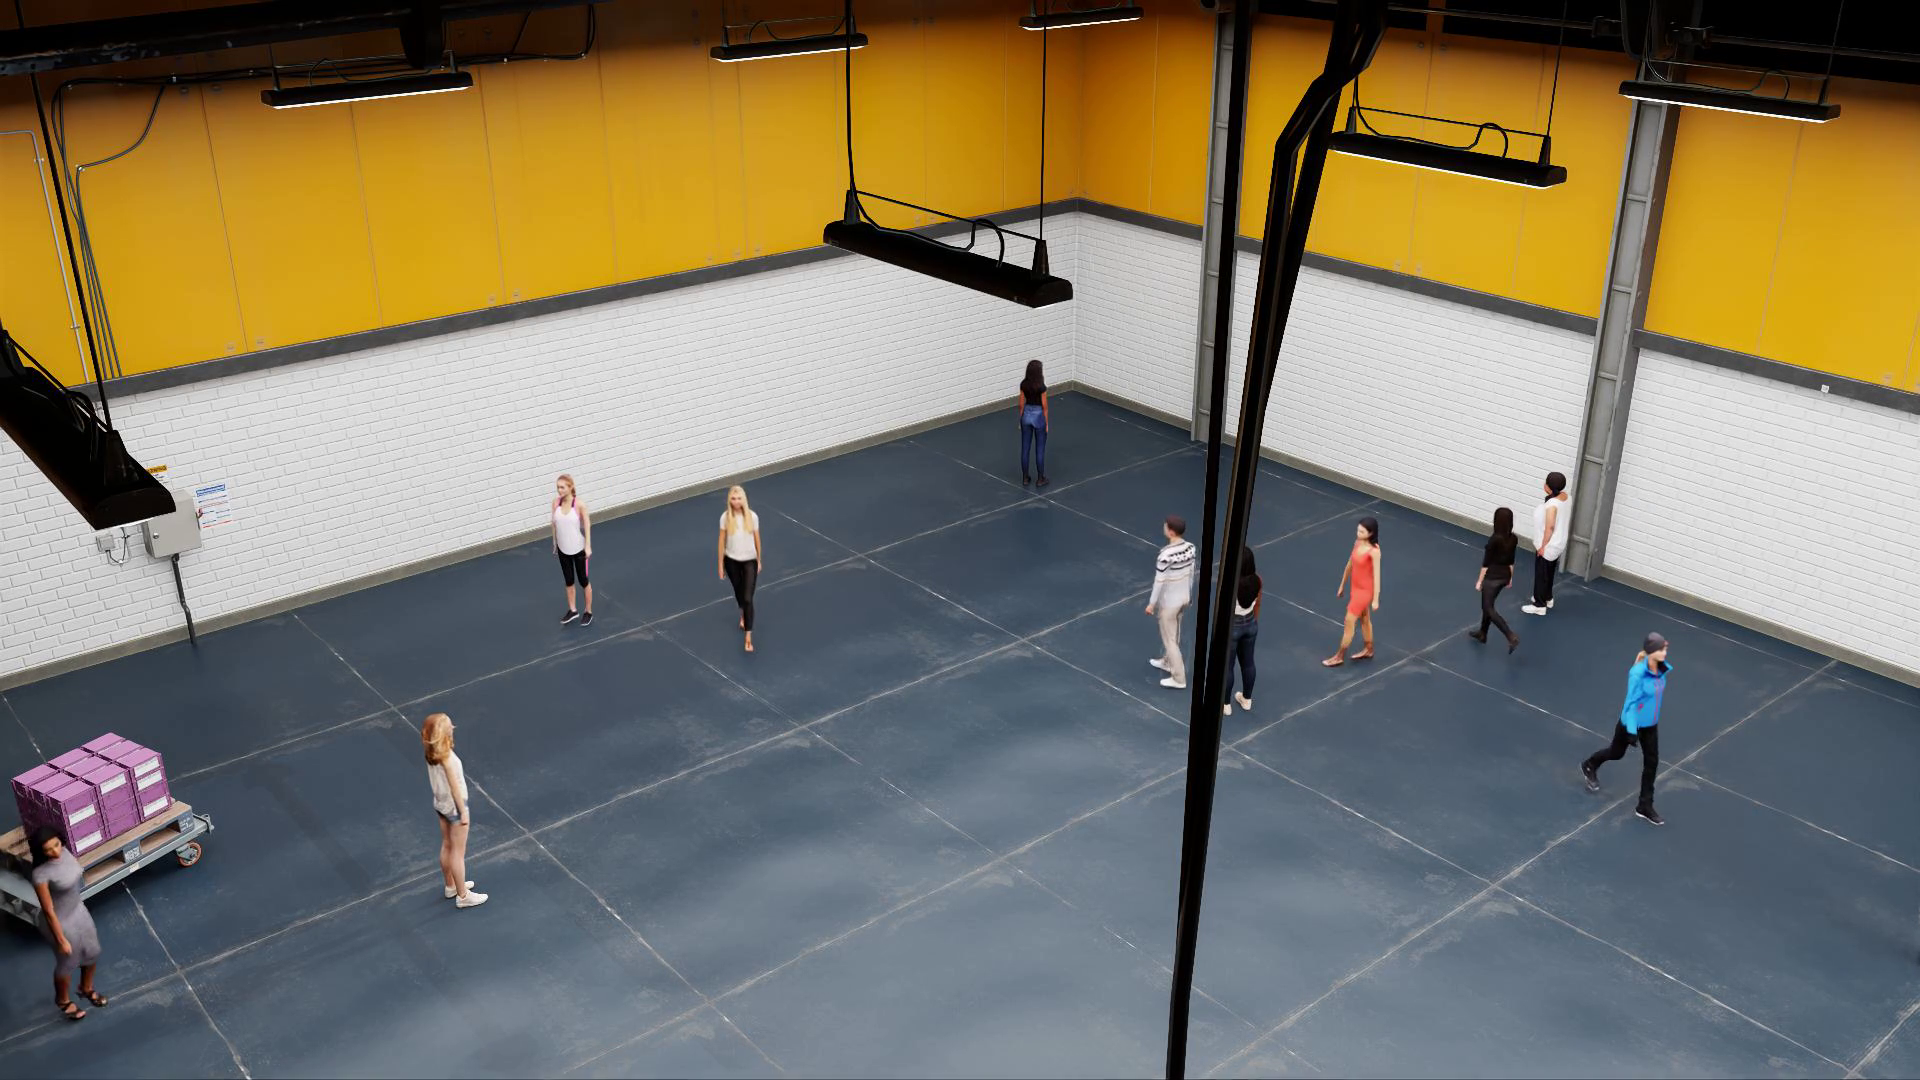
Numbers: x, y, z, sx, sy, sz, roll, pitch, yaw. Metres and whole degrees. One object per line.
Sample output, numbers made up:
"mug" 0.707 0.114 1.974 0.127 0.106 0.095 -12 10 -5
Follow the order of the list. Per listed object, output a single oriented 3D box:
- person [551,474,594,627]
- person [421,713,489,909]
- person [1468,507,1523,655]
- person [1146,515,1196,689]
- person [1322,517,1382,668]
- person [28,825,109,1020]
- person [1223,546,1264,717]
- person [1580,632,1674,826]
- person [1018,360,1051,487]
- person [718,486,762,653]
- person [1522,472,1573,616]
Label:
"person" -4.296 0.094 18.473 0.650 1.786 0.753 6 24 14
"person" -4.200 2.209 13.669 0.628 1.759 0.444 -18 29 -35
"person" 5.804 0.461 17.844 0.643 1.618 0.991 -14 27 -29
"person" 2.210 0.636 17.159 0.754 1.846 0.924 -20 31 -38
"person" 4.329 0.541 17.569 0.898 1.692 0.935 -7 25 -15
"person" -6.663 2.826 12.271 0.838 1.748 0.778 -1 24 -3
"person" 2.781 0.893 16.617 0.703 1.810 0.692 -10 26 -22
"person" 6.025 1.634 14.985 0.865 1.758 1.240 -9 25 -20
"person" 0.984 -1.571 22.342 0.608 1.738 0.715 10 26 22
"person" -2.399 0.244 18.150 1.054 1.771 1.262 -3 24 -7
"person" 6.632 0.017 18.774 0.661 1.687 0.699 18 30 36
